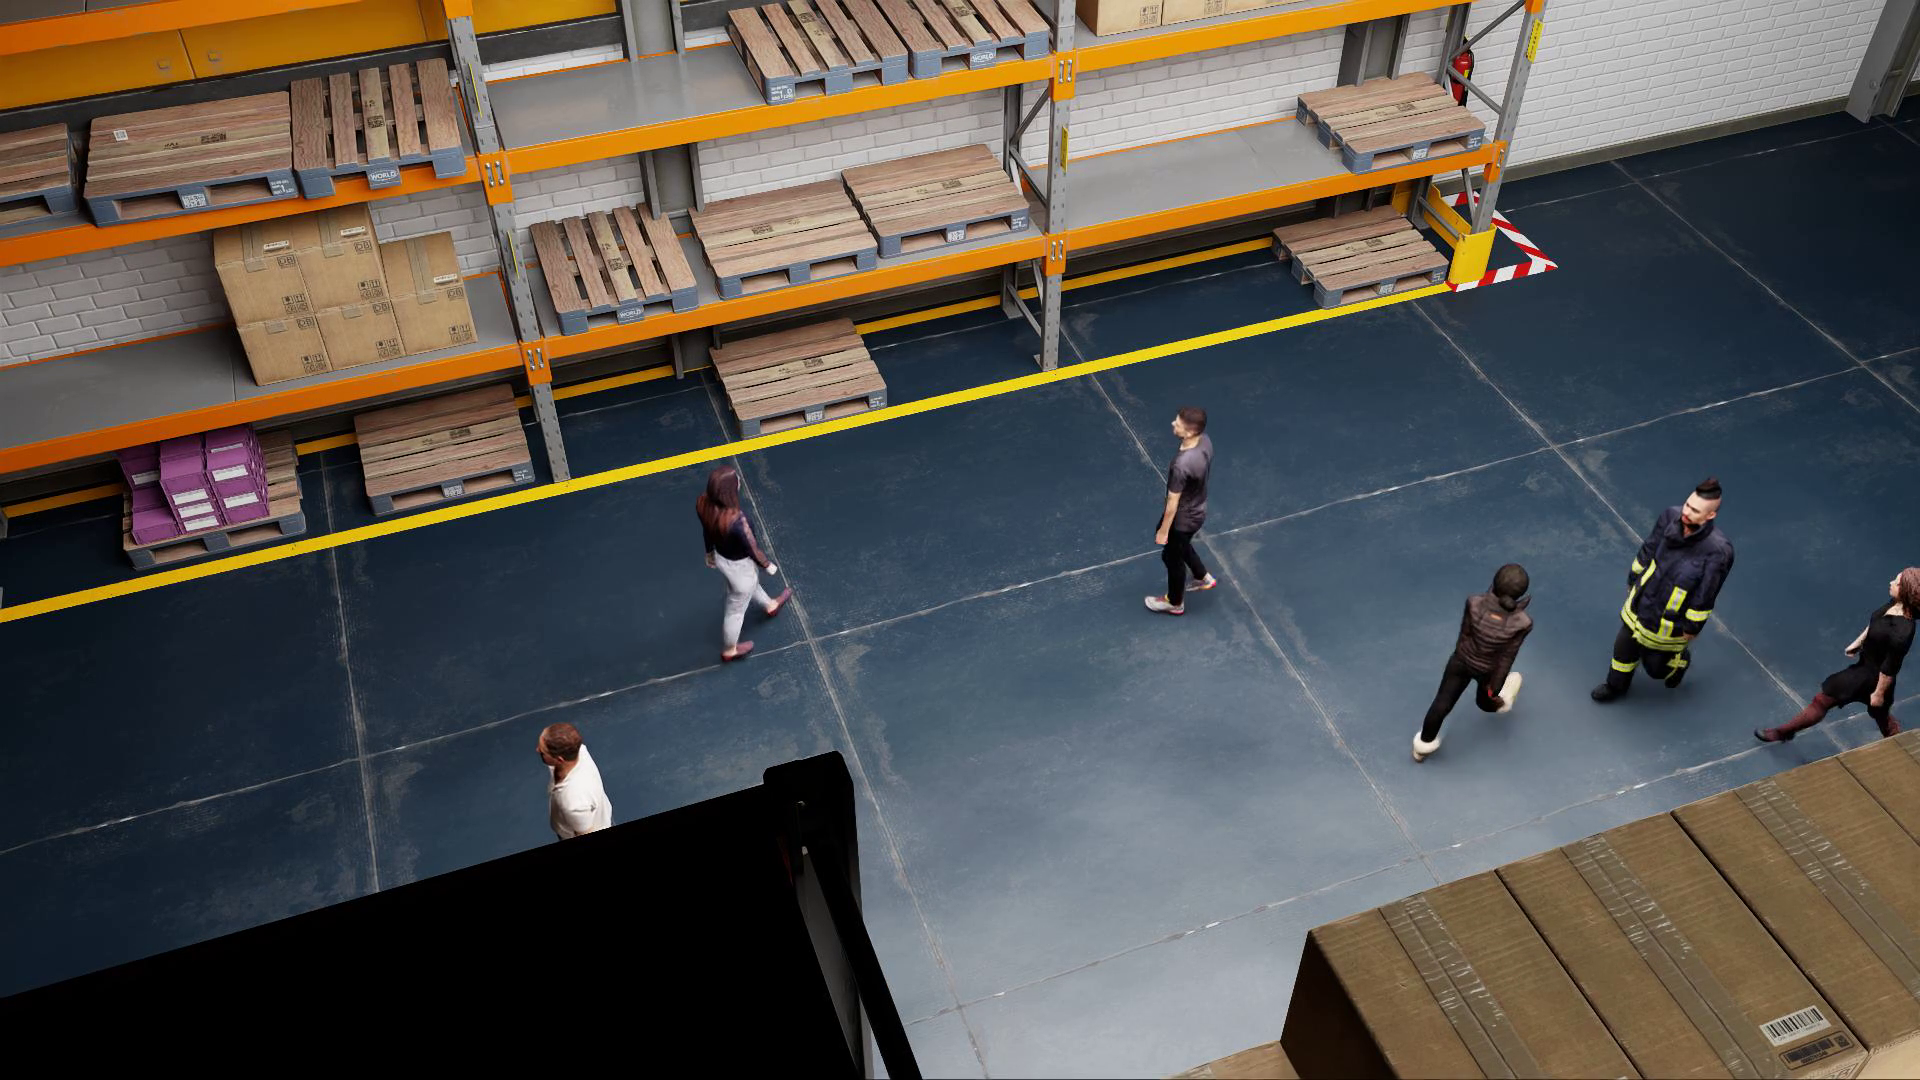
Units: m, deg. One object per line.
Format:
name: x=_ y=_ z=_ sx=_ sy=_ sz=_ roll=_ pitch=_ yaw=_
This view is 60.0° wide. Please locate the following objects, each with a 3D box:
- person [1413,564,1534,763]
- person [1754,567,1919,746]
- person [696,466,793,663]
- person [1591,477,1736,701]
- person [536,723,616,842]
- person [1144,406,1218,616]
person: x=3.243 y=0.676 z=10.258 sx=0.966 sy=1.636 sz=1.126 roll=-18 pitch=46 yaw=-18
person: x=5.613 y=0.857 z=10.058 sx=1.120 sy=1.651 sz=1.092 roll=21 pitch=47 yaw=20
person: x=-1.487 y=0.192 z=10.804 sx=1.018 sy=1.583 sz=0.817 roll=-32 pitch=52 yaw=-29
person: x=4.511 y=0.346 z=10.457 sx=0.921 sy=1.839 sz=0.821 roll=-20 pitch=47 yaw=-20
person: x=-2.023 y=1.622 z=9.106 sx=0.609 sy=1.856 sz=0.695 roll=-8 pitch=44 yaw=-9
person: x=1.563 y=-0.160 z=11.053 sx=0.870 sy=1.750 sz=0.815 roll=10 pitch=45 yaw=11
